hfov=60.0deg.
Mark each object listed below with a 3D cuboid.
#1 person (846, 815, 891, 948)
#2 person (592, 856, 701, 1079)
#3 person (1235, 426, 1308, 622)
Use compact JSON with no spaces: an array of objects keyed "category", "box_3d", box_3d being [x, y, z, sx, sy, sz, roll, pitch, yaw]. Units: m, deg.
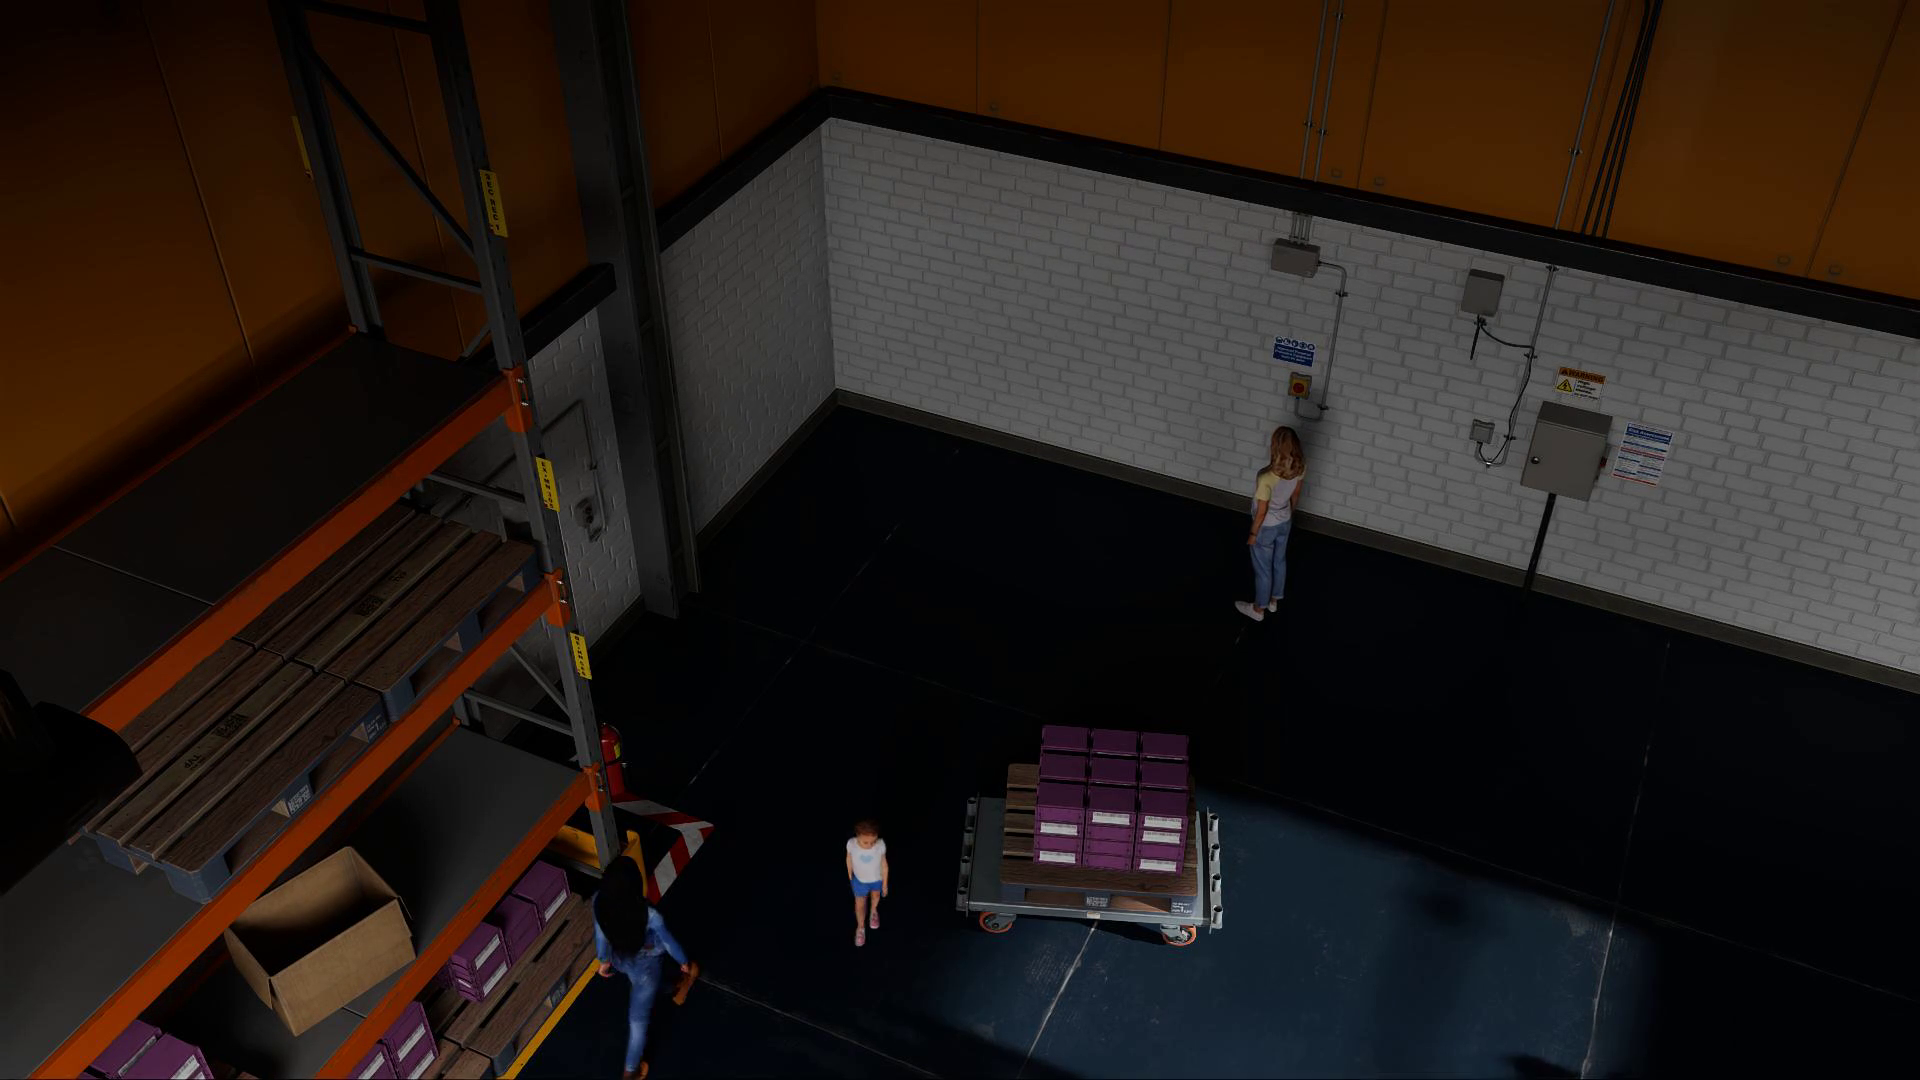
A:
[{"category":"person","box_3d":[-0.555,2.029,10.344,0.521,1.008,0.610,1,39,1]},{"category":"person","box_3d":[-1.837,2.459,9.276,0.626,1.668,1.134,16,41,19]},{"category":"person","box_3d":[2.345,-0.120,12.463,0.638,1.723,0.769,-27,46,-29]}]
